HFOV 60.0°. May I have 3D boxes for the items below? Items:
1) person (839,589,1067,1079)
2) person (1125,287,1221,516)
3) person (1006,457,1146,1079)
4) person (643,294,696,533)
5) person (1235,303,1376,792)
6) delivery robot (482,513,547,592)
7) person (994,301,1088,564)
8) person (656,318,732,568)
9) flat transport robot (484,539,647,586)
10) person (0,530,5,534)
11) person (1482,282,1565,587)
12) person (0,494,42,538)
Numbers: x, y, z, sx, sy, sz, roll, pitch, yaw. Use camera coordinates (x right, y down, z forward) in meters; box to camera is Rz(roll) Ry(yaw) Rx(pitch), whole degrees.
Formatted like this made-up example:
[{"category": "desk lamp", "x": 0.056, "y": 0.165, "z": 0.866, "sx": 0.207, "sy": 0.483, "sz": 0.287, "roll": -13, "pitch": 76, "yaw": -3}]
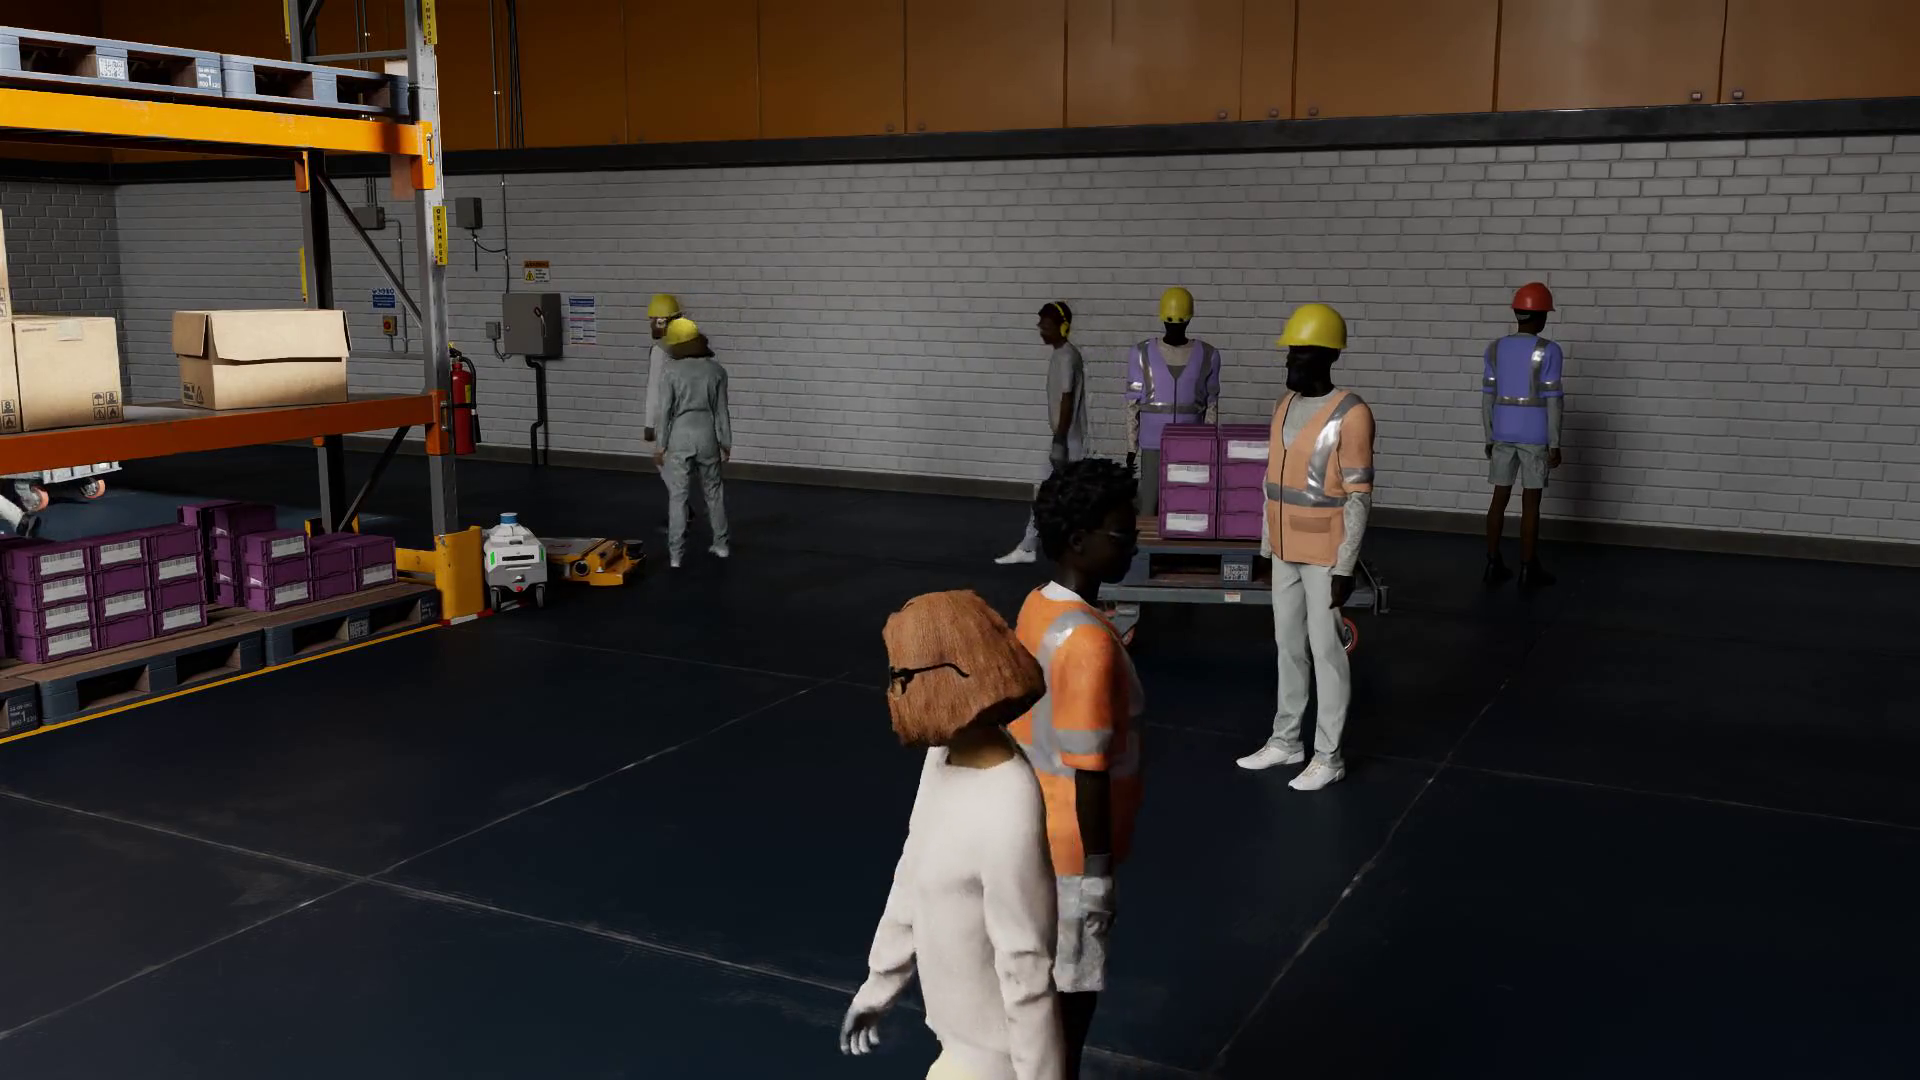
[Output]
[{"category": "person", "x": 0.036, "y": 0.860, "z": 2.846, "sx": 0.853, "sy": 1.580, "sz": 0.483, "roll": -1, "pitch": 10, "yaw": -7}, {"category": "person", "x": 1.317, "y": -0.600, "z": 10.308, "sx": 0.585, "sy": 1.917, "sz": 0.381, "roll": 0, "pitch": 10, "yaw": 1}, {"category": "person", "x": 0.241, "y": 0.662, "z": 3.638, "sx": 0.321, "sy": 1.694, "sz": 0.537, "roll": -2, "pitch": 10, "yaw": -9}, {"category": "person", "x": -2.209, "y": -0.949, "z": 12.608, "sx": 0.460, "sy": 1.815, "sz": 0.624, "roll": 3, "pitch": 10, "yaw": 14}, {"category": "person", "x": 1.387, "y": 0.029, "z": 6.627, "sx": 0.358, "sy": 1.930, "sz": 0.585, "roll": -5, "pitch": 11, "yaw": -27}, {"category": "delivery robot", "x": -2.713, "y": 0.079, "z": 10.043, "sx": 0.477, "sy": 0.478, "sz": 0.707, "roll": -4, "pitch": 10, "yaw": -22}, {"category": "person", "x": 0.731, "y": -0.708, "z": 11.261, "sx": 0.907, "sy": 1.818, "sz": 0.590, "roll": 0, "pitch": 10, "yaw": 0}, {"category": "person", "x": -1.826, "y": -0.670, "z": 11.370, "sx": 0.564, "sy": 1.693, "sz": 0.635, "roll": -5, "pitch": 11, "yaw": -25}, {"category": "flat transport robot", "x": -2.822, "y": 0.133, "z": 10.825, "sx": 1.431, "sy": 0.197, "sz": 0.652, "roll": 0, "pitch": 10, "yaw": 3}, {"category": "person", "x": -7.337, "y": -0.790, "z": 11.775, "sx": 0.644, "sy": 1.795, "sz": 0.973, "roll": 6, "pitch": 11, "yaw": 30}, {"category": "person", "x": 3.614, "y": -0.671, "z": 10.655, "sx": 0.356, "sy": 1.937, "sz": 0.551, "roll": -8, "pitch": 13, "yaw": -39}, {"category": "person", "x": -6.727, "y": -0.715, "z": 11.260, "sx": 0.676, "sy": 1.816, "sz": 0.602, "roll": -2, "pitch": 10, "yaw": -9}]
